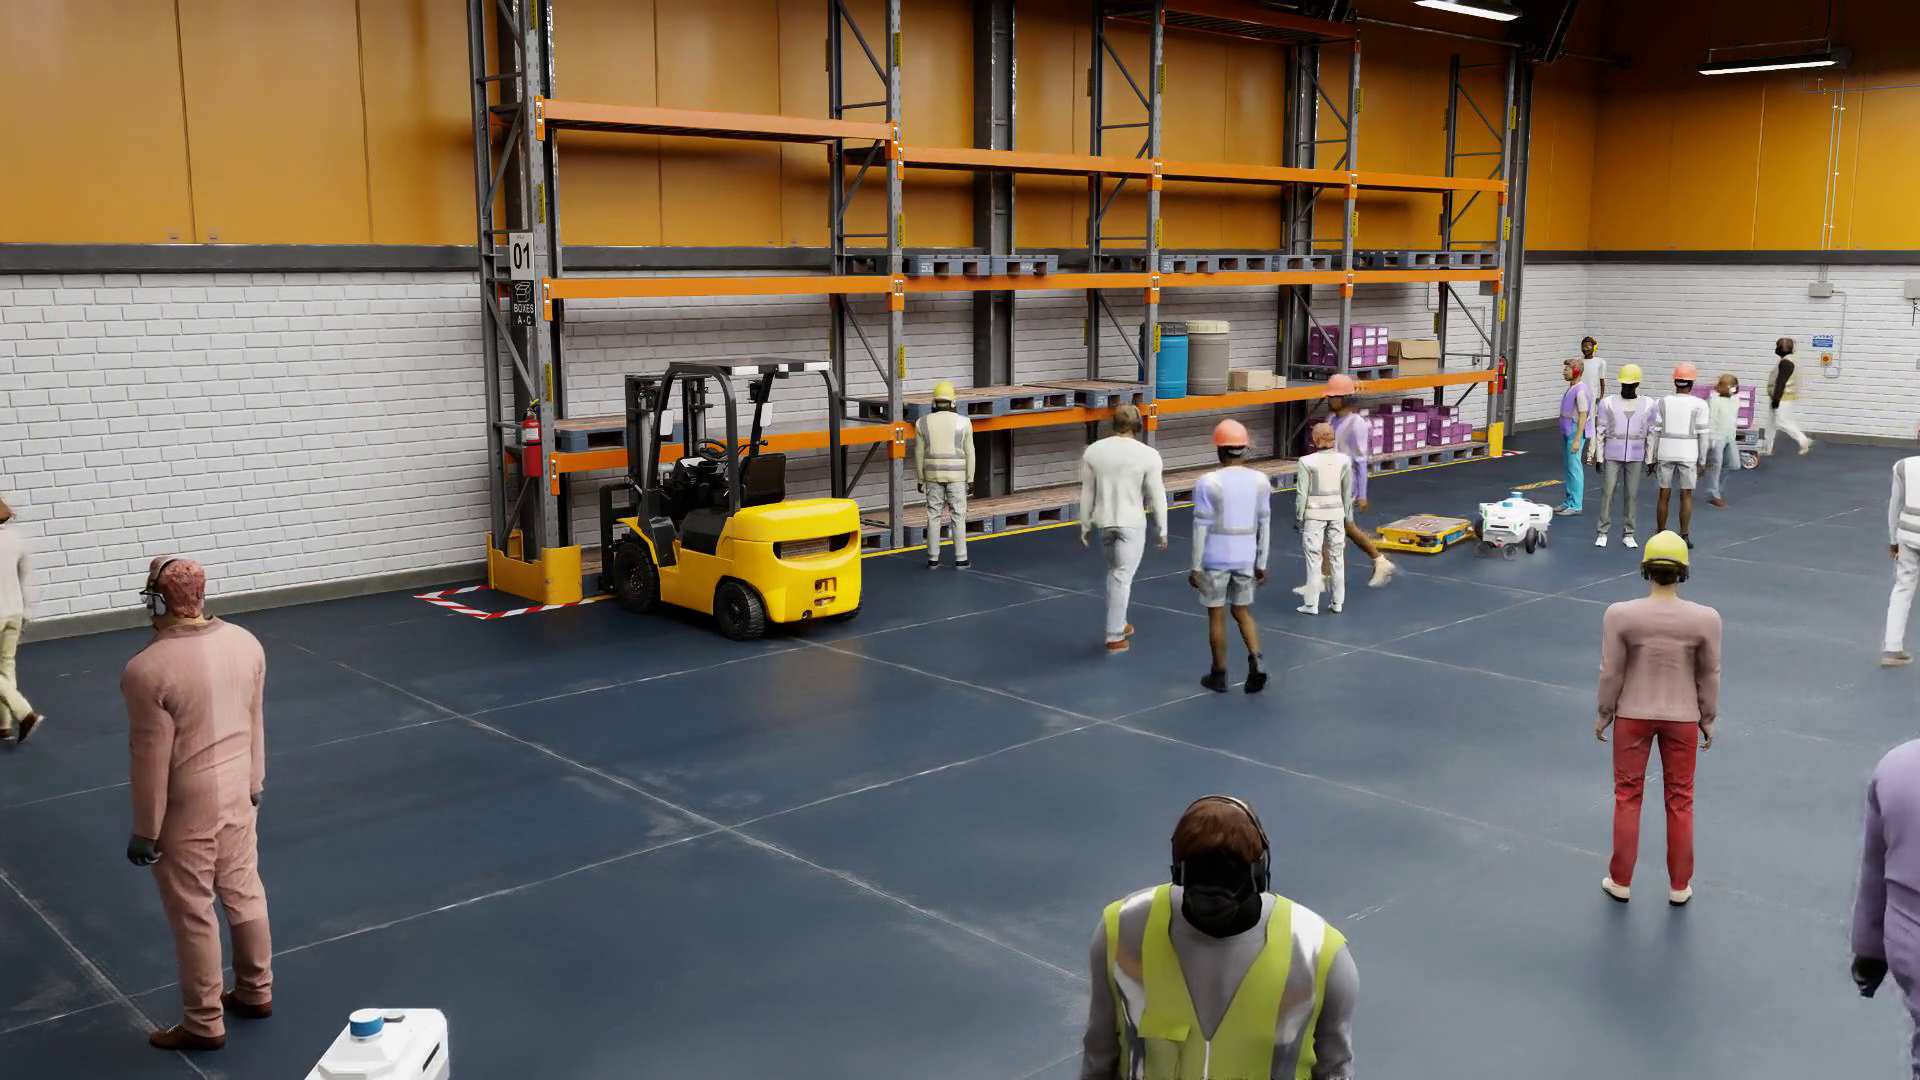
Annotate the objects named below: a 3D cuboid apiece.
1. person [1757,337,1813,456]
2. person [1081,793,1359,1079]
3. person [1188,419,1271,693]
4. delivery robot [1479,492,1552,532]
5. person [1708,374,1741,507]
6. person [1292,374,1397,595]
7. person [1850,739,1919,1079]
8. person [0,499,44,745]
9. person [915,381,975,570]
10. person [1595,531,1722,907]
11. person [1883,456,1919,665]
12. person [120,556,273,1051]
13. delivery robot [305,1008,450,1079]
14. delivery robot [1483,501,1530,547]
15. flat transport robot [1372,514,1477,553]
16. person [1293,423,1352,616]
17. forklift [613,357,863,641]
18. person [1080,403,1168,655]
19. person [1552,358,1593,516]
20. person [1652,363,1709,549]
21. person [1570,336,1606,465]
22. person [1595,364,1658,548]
[{"bbox_3d":[12.483,-2.152,25.143,0.765,1.816,0.634,4,11,24],"label":"person"},{"bbox_3d":[0.582,1.472,3.842,0.624,1.844,0.430,3,10,15],"label":"person"},{"bbox_3d":[1.866,0.129,11.475,0.553,1.929,0.484,-3,10,-17],"label":"person"},{"bbox_3d":[5.837,-0.262,17.484,0.707,0.478,0.477,1,10,7],"label":"delivery robot"},{"bbox_3d":[9.261,-1.202,20.146,0.508,1.620,0.348,-4,10,-20],"label":"person"},{"bbox_3d":[3.508,-0.500,14.976,1.006,2.007,0.624,-2,10,-14],"label":"person"},{"bbox_3d":[3.039,1.275,4.888,0.747,1.882,0.650,0,10,-1],"label":"person"},{"bbox_3d":[-5.941,0.484,10.282,0.591,1.622,0.507,3,10,15],"label":"person"},{"bbox_3d":[-0.138,-0.620,16.107,0.588,1.837,0.403,1,10,8],"label":"person"},{"bbox_3d":[3.263,0.834,7.808,0.533,1.765,0.329,3,10,15],"label":"person"},{"bbox_3d":[7.204,0.013,12.358,0.813,1.851,0.603,-6,11,-30],"label":"person"},{"bbox_3d":[-2.956,1.002,6.406,0.402,1.906,0.652,3,10,18],"label":"person"},{"bbox_3d":[-1.944,1.788,5.479,0.477,0.478,0.707,0,10,0],"label":"delivery robot"},{"bbox_3d":[5.541,-0.154,16.851,0.477,0.478,0.707,5,11,29],"label":"delivery robot"},{"bbox_3d":[4.908,-0.079,17.514,0.652,0.197,1.431,7,12,35],"label":"flat transport robot"},{"bbox_3d":[3.067,-0.174,14.078,0.514,1.636,0.315,-3,10,-15],"label":"person"},{"bbox_3d":[-1.847,-0.414,13.852,1.214,2.155,2.313,-9,13,-42],"label":"forklift"},{"bbox_3d":[1.312,-0.105,12.850,0.666,1.909,0.813,6,11,31],"label":"person"},{"bbox_3d":[7.191,-1.199,19.467,0.373,1.843,0.572,1,10,8],"label":"person"},{"bbox_3d":[7.477,-0.855,17.304,0.556,1.937,0.523,6,11,32],"label":"person"},{"bbox_3d":[9.139,-2.034,24.301,0.532,1.866,0.319,7,12,37],"label":"person"},{"bbox_3d":[6.927,-0.871,17.325,0.587,1.921,0.383,3,10,15],"label":"person"}]
